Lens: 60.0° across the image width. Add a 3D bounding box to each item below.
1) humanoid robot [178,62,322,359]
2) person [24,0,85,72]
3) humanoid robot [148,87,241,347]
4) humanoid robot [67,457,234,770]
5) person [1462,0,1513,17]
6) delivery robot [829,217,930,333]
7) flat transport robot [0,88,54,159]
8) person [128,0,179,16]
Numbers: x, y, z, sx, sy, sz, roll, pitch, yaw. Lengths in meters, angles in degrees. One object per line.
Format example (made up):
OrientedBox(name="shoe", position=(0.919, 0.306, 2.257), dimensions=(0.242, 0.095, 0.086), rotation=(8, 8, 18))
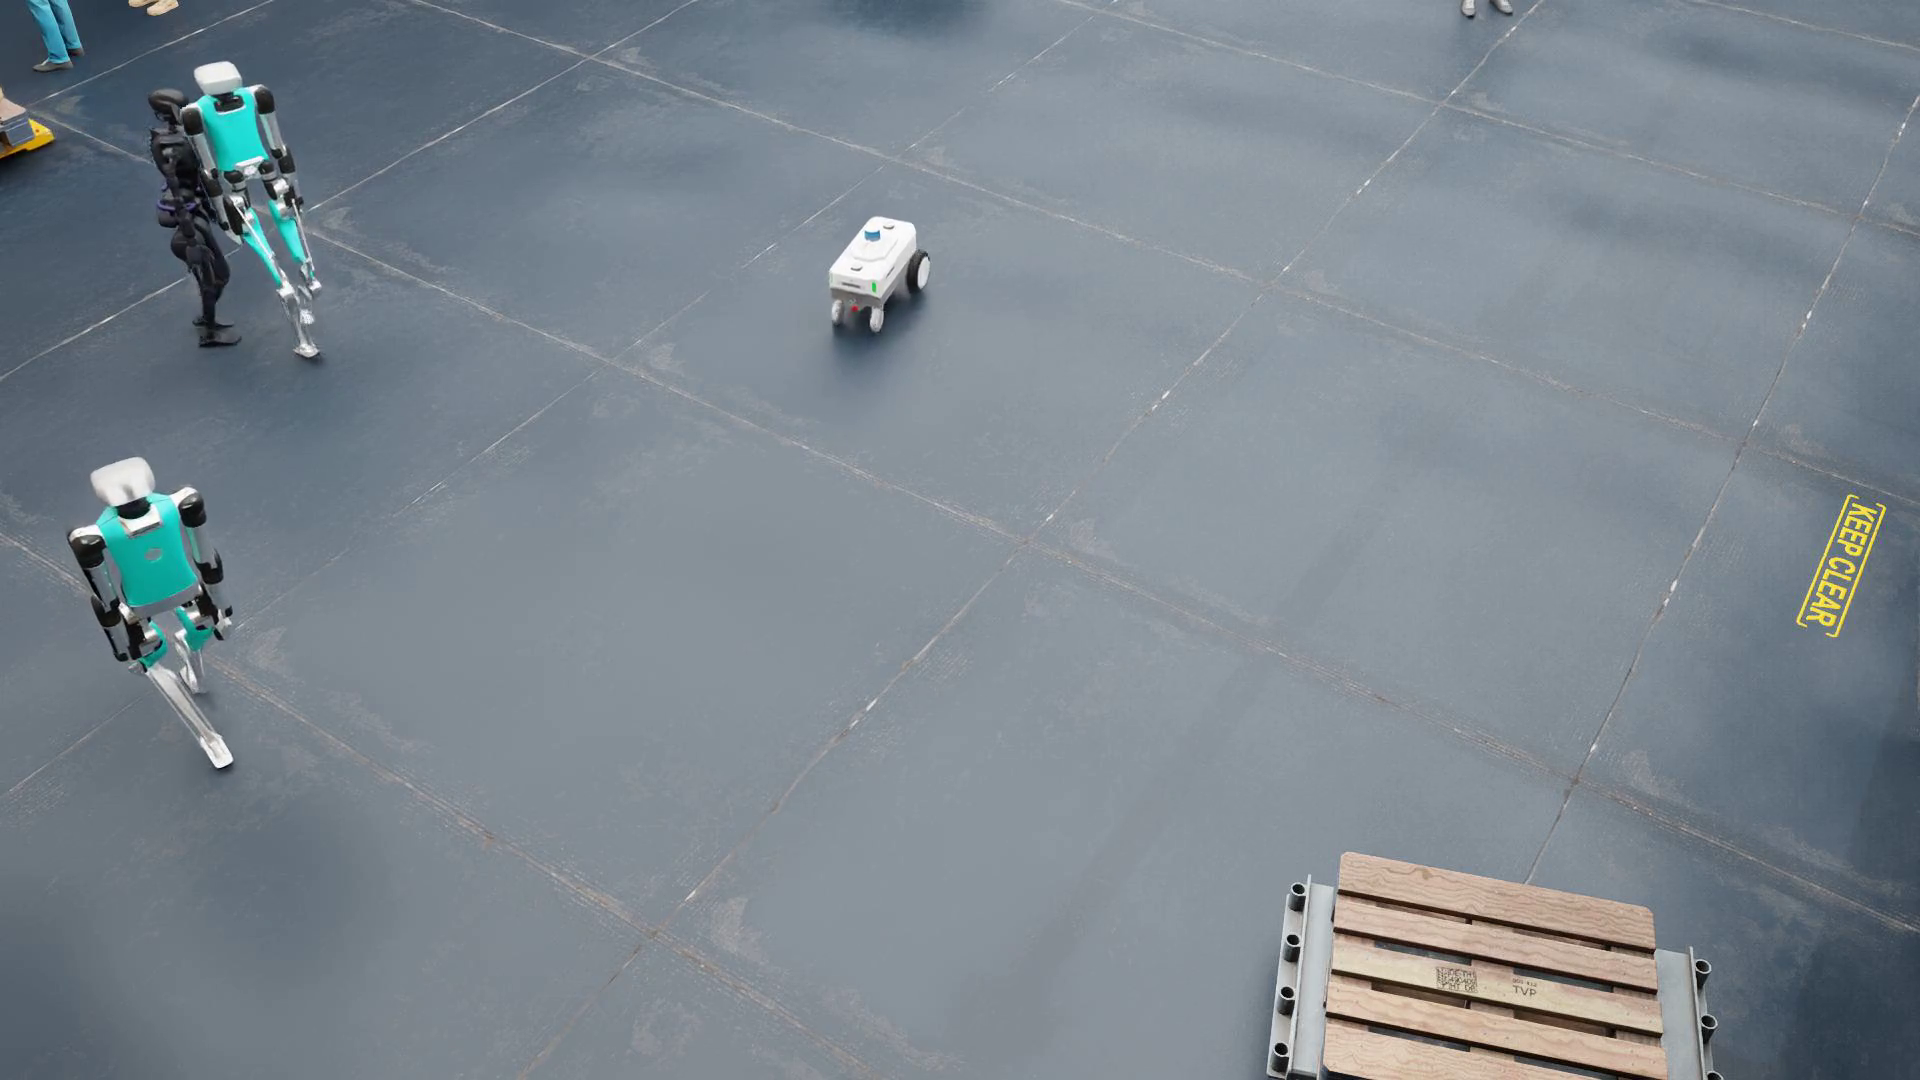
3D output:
OrientedBox(name="humanoid robot", position=(-4.032, -1.869, 9.779), dimensions=(0.537, 1.767, 0.952), rotation=(-28, 49, -28))
OrientedBox(name="person", position=(-7.104, -4.466, 12.596), dimensions=(0.391, 1.843, 0.562), rotation=(2, 42, 2))
OrientedBox(name="humanoid robot", position=(-4.553, -1.895, 9.847), dimensions=(0.391, 1.634, 0.594), rotation=(-8, 42, -9))
OrientedBox(name="humanoid robot", position=(-3.583, 0.278, 7.417), dimensions=(0.557, 1.845, 0.872), rotation=(-30, 50, -29))
OrientedBox(name="person", position=(4.398, -5.193, 13.338), dimensions=(0.552, 1.940, 0.418), rotation=(-6, 42, -7))
OrientedBox(name="delivery robot", position=(-0.540, -1.727, 10.480), dimensions=(0.499, 0.571, 0.756), rotation=(14, 44, 15))
OrientedBox(name="flat transport robot", position=(-7.323, -2.744, 11.850), dimensions=(0.659, 0.231, 1.431), rotation=(27, 48, 27))
OrientedBox(name="person", position=(-6.751, -5.130, 13.412), dimensions=(0.469, 1.745, 0.321), rotation=(29, 49, 29))
